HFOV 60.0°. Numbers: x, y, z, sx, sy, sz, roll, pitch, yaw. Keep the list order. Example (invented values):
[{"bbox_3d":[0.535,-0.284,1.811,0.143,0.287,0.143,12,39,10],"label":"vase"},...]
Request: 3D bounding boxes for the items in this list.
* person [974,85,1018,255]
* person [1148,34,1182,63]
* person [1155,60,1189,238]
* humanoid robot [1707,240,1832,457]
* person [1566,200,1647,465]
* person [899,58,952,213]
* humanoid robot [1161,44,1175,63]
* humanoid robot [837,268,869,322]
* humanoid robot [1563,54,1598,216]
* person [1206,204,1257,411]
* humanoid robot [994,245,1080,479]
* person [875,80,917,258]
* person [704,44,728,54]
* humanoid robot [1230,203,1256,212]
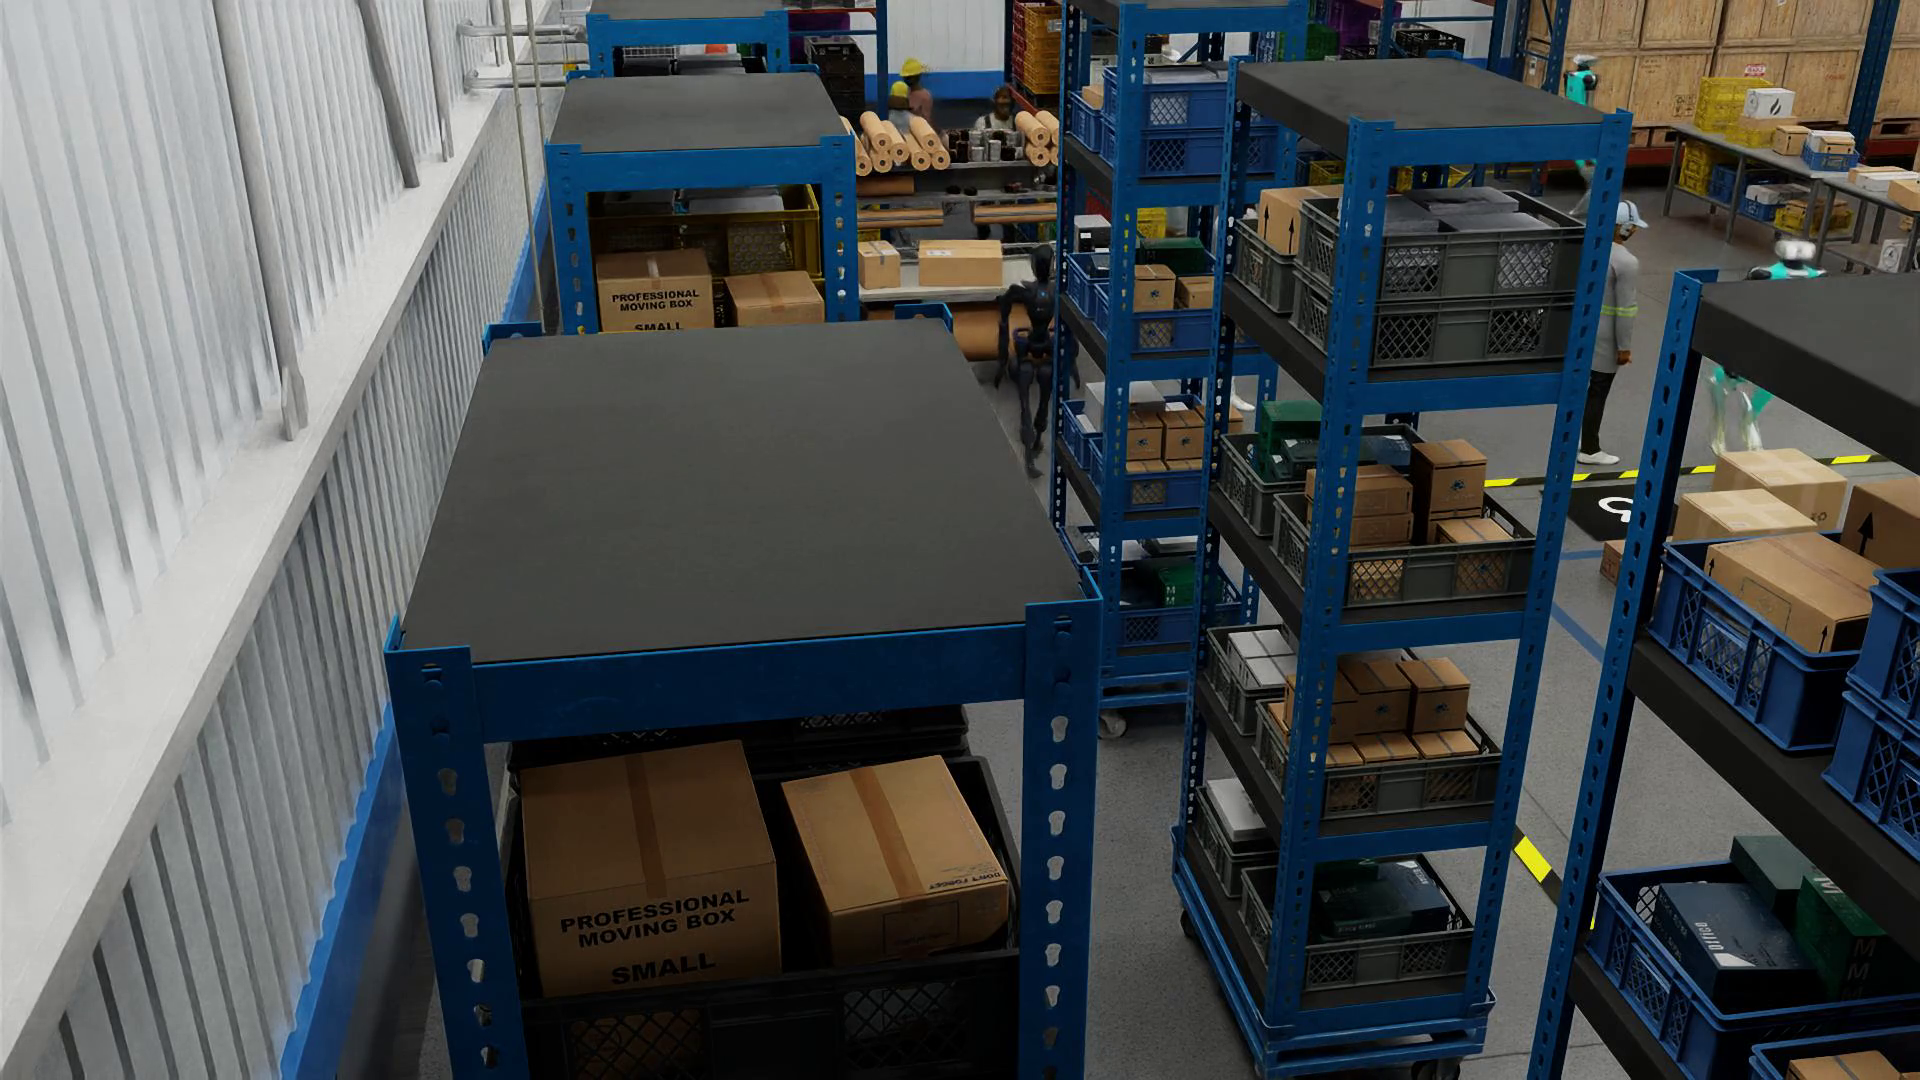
[{"bbox_3d":[0.356,-3.516,16.096,0.512,1.816,0.818,-4,25,-9],"label":"person"},{"bbox_3d":[2.317,-5.034,19.352,0.562,1.847,0.389,-17,30,-33],"label":"person"},{"bbox_3d":[2.226,-3.998,17.107,0.429,1.840,0.628,-16,29,-30],"label":"person"},{"bbox_3d":[5.368,-1.233,11.231,0.545,1.735,0.942,1,25,2],"label":"humanoid robot"},{"bbox_3d":[4.459,-1.433,11.522,0.387,1.851,0.587,-8,26,-17],"label":"person"},{"bbox_3d":[-0.423,-4.302,17.887,0.749,1.737,0.519,-22,32,-39],"label":"person"},{"bbox_3d":[1.979,-4.525,18.492,0.813,1.886,0.550,-5,25,-11],"label":"humanoid robot"},{"bbox_3d":[-0.814,-1.013,10.818,0.586,1.647,0.336,-12,27,-24],"label":"humanoid robot"},{"bbox_3d":[6.858,-4.292,18.010,0.771,1.895,0.553,-5,25,-11],"label":"humanoid robot"},{"bbox_3d":[2.044,-1.816,12.325,0.329,1.875,0.509,18,30,34],"label":"person"},{"bbox_3d":[0.531,-1.236,11.363,0.590,1.632,0.749,-1,25,-1],"label":"humanoid robot"},{"bbox_3d":[-0.595,-3.705,16.640,0.515,1.694,0.872,-10,26,-20],"label":"person"},{"bbox_3d":[-2.499,-4.217,17.361,0.608,2.040,0.395,-1,25,-3],"label":"person"},{"bbox_3d":[2.718,-3.482,16.186,0.615,1.653,0.420,10,26,20],"label":"humanoid robot"}]
